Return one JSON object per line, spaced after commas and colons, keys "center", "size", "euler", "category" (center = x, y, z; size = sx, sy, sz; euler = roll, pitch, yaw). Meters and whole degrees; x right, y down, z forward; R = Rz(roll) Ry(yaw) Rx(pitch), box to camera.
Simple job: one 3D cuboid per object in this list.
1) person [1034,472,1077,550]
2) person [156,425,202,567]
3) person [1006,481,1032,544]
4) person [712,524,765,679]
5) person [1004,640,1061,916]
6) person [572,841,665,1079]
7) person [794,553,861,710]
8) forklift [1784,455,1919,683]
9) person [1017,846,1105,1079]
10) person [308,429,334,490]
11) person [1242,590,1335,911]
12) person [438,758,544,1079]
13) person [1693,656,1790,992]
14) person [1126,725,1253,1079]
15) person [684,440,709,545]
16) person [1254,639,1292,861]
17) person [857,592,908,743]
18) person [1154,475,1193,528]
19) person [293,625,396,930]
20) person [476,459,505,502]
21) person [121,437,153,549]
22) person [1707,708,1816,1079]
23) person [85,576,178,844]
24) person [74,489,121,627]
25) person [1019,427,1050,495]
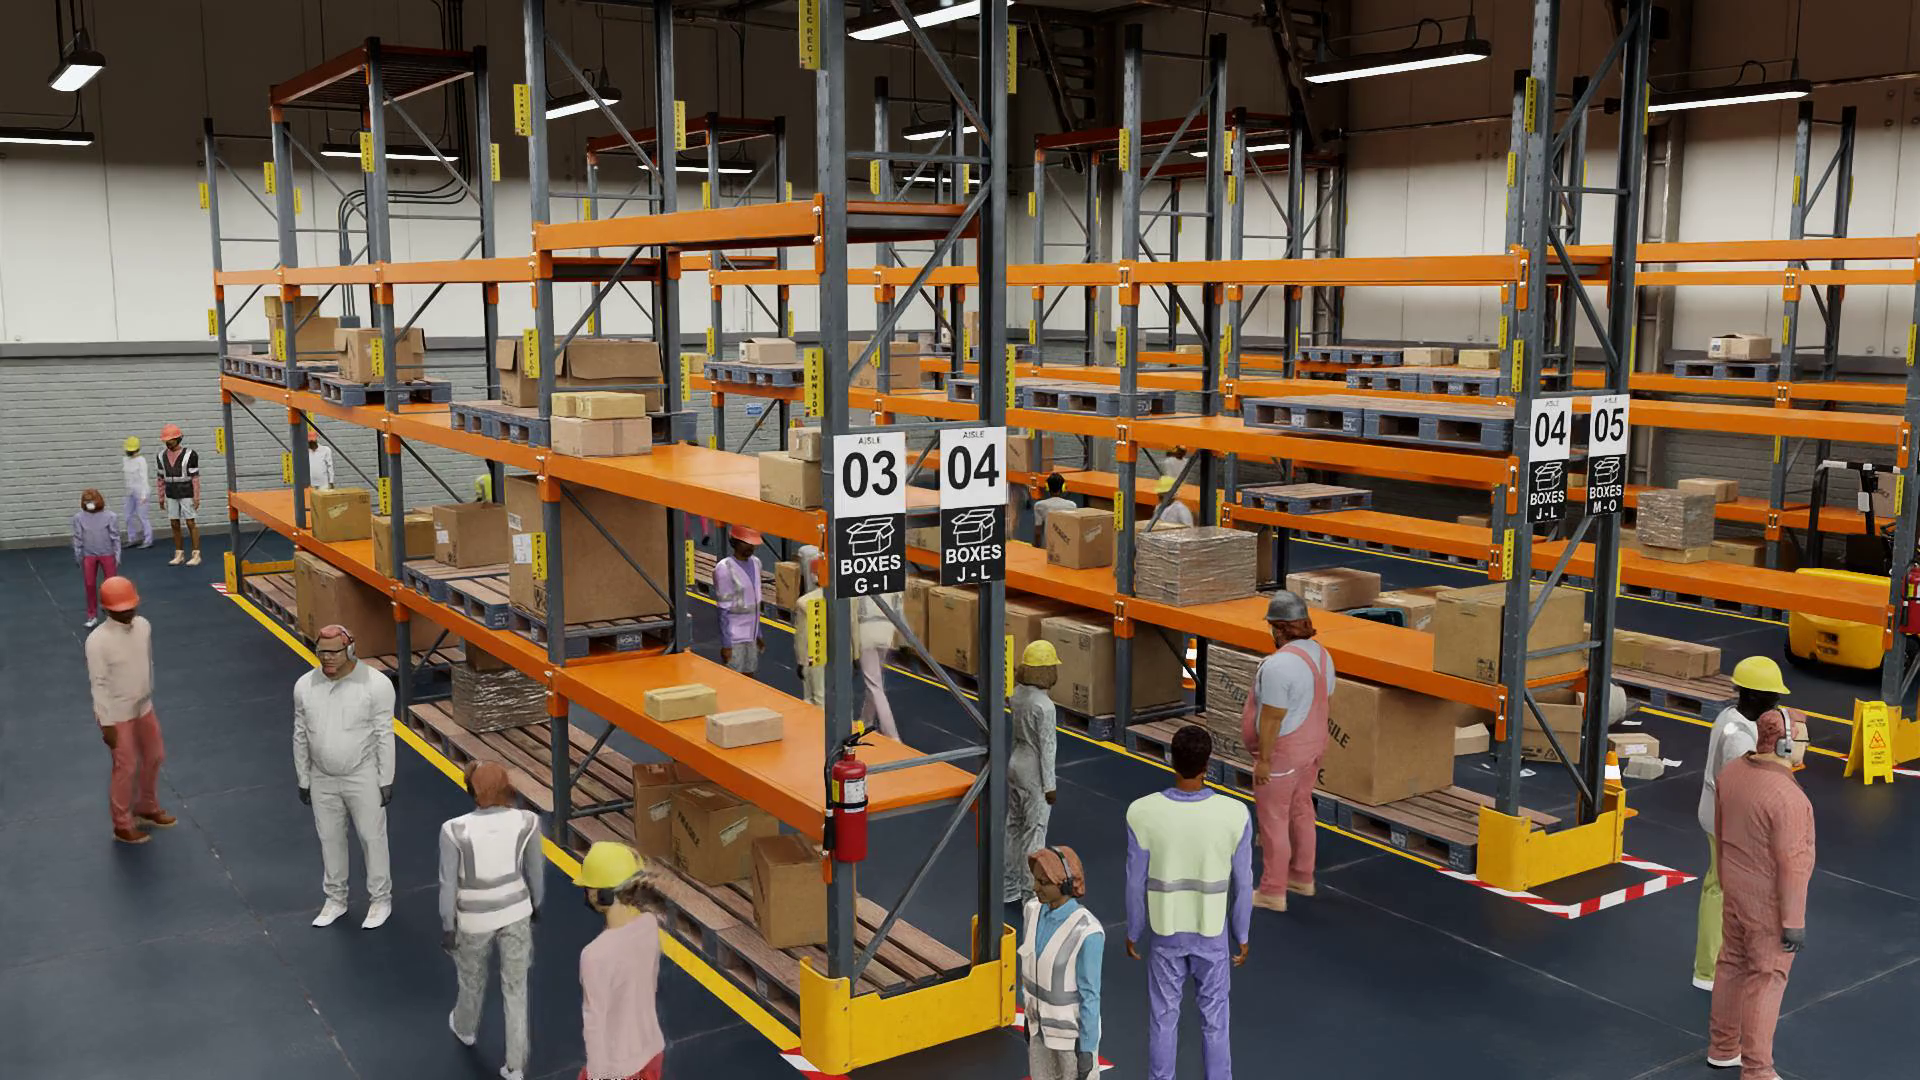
{"center": [1.089, 0.160, 18.876], "size": [0.511, 1.869, 0.329], "euler": [1, 9, 5], "category": "person"}
{"center": [-11.097, -0.627, 23.597], "size": [0.613, 2.028, 0.409], "euler": [1, 9, 5], "category": "person"}
{"center": [0.812, -0.649, 24.777], "size": [0.677, 1.702, 0.665], "euler": [-6, 10, -35], "category": "person"}
{"center": [-1.820, 0.805, 14.027], "size": [0.404, 2.033, 0.608], "euler": [4, 9, 25], "category": "person"}
{"center": [0.475, 1.486, 10.495], "size": [0.342, 1.735, 0.483], "euler": [-4, 10, -26], "category": "person"}
{"center": [-1.409, 2.052, 6.634], "size": [0.551, 1.747, 0.555], "euler": [3, 9, 21], "category": "person"}
{"center": [-1.123, 0.974, 13.951], "size": [0.570, 1.725, 0.451], "euler": [-5, 10, -28], "category": "person"}
{"center": [9.643, 0.253, 17.172], "size": [2.313, 2.155, 1.214], "euler": [-6, 10, -33], "category": "forklift"}
{"center": [0.423, 2.068, 6.959], "size": [0.310, 1.631, 0.509], "euler": [-6, 10, -33], "category": "person"}
{"center": [-10.309, -0.936, 26.591], "size": [0.575, 1.739, 0.348], "euler": [-4, 9, -23], "category": "person"}
{"center": [2.071, 1.310, 10.639], "size": [0.536, 2.000, 0.685], "euler": [7, 11, 40], "category": "person"}
{"center": [-2.362, 1.868, 8.343], "size": [0.543, 1.597, 0.832], "euler": [-5, 10, -29], "category": "person"}
{"center": [4.338, 1.581, 9.266], "size": [0.410, 1.918, 0.581], "euler": [3, 9, 21], "category": "person"}
{"center": [1.060, 1.807, 7.736], "size": [0.587, 1.920, 0.392], "euler": [1, 9, 7], "category": "person"}
{"center": [-4.094, -0.785, 25.638], "size": [0.520, 1.745, 0.765], "euler": [-5, 10, -31], "category": "person"}
{"center": [2.218, 1.366, 11.445], "size": [0.319, 1.687, 0.538], "euler": [-3, 9, -19], "category": "person"}
{"center": [-0.734, 0.855, 14.289], "size": [0.622, 1.874, 0.966], "euler": [-6, 11, -36], "category": "person"}
{"center": [2.482, 0.134, 19.313], "size": [0.698, 1.820, 0.611], "euler": [-5, 10, -29], "category": "person"}
{"center": [-3.775, 1.451, 10.198], "size": [0.636, 1.900, 0.402], "euler": [0, 9, 3], "category": "person"}
{"center": [-6.386, -0.373, 23.063], "size": [0.540, 1.677, 0.677], "euler": [0, 9, 3], "category": "person"}
{"center": [-12.393, -0.702, 25.039], "size": [0.558, 1.724, 0.512], "euler": [4, 9, 25], "category": "person"}
{"center": [3.957, 1.752, 8.147], "size": [0.402, 1.906, 0.651], "euler": [-1, 9, -4], "category": "person"}
{"center": [-5.847, 1.197, 11.697], "size": [0.479, 1.948, 0.668], "euler": [2, 9, 11], "category": "person"}
{"center": [-10.018, 0.206, 19.364], "size": [0.532, 1.623, 0.298], "euler": [-1, 9, -7], "category": "person"}
{"center": [1.402, -1.728, 31.607], "size": [0.617, 1.818, 0.588], "euler": [-1, 9, -6], "category": "person"}
